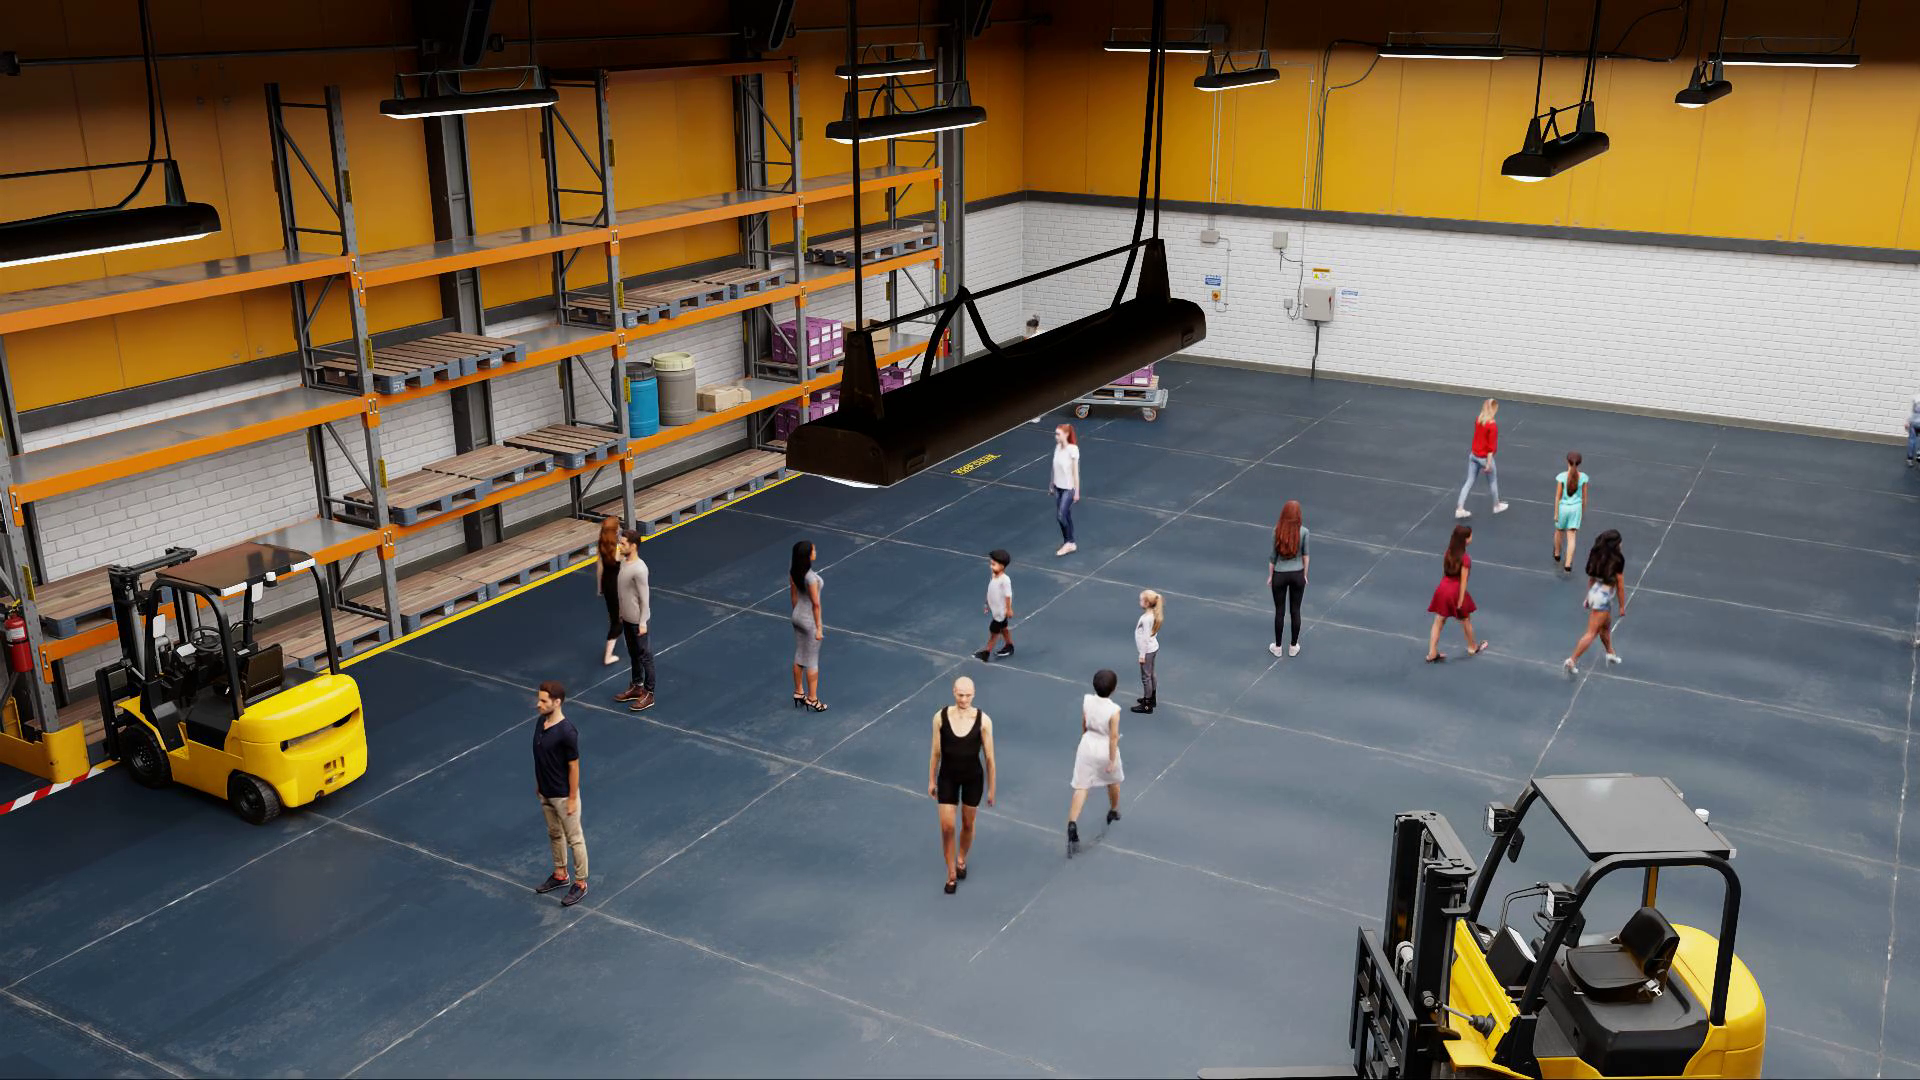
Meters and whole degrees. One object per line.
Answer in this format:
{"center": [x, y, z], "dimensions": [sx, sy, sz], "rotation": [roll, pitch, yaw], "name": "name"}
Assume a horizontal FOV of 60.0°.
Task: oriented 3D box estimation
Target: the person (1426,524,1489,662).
{"center": [5.224, 0.594, 17.819], "dimensions": [1.049, 1.516, 0.838], "rotation": [-11, 22, -30], "name": "person"}

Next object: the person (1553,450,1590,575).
{"center": [7.536, -0.318, 20.521], "dimensions": [0.753, 1.522, 1.126], "rotation": [5, 19, 13], "name": "person"}

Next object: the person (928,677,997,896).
{"center": [0.014, 1.912, 13.469], "dimensions": [0.889, 1.795, 0.957], "rotation": [0, 19, 1], "name": "person"}

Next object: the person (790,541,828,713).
{"center": [-1.534, 0.853, 16.637], "dimensions": [0.649, 1.781, 0.653], "rotation": [-14, 23, -36], "name": "person"}

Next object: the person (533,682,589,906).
{"center": [-3.174, 1.975, 13.180], "dimensions": [0.671, 1.859, 0.581], "rotation": [15, 24, 38], "name": "person"}

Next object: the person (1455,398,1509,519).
{"center": [7.024, -1.070, 22.546], "dimensions": [1.186, 1.653, 1.023], "rotation": [-8, 20, -23], "name": "person"}

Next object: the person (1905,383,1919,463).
{"center": [14.610, -1.794, 25.319], "dimensions": [0.506, 1.256, 0.505], "rotation": [10, 21, 26], "name": "person"}

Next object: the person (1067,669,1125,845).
{"center": [1.131, 1.855, 14.077], "dimensions": [0.527, 1.515, 1.020], "rotation": [10, 21, 28], "name": "person"}

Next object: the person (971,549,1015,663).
{"center": [0.482, 0.699, 17.952], "dimensions": [0.885, 1.233, 0.733], "rotation": [-11, 22, -30], "name": "person"}

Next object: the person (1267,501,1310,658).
{"center": [3.547, 0.415, 17.999], "dimensions": [0.657, 1.742, 0.656], "rotation": [1, 19, 4], "name": "person"}

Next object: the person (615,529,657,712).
{"center": [-3.259, 0.778, 16.722], "dimensions": [0.696, 1.868, 0.723], "rotation": [-15, 24, -37], "name": "person"}

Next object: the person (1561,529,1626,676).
{"center": [6.643, 0.704, 17.393], "dimensions": [1.103, 1.581, 1.000], "rotation": [-6, 20, -18], "name": "person"}

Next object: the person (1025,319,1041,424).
{"center": [1.253, -2.844, 27.666], "dimensions": [0.923, 1.747, 0.753], "rotation": [4, 19, 11], "name": "person"}

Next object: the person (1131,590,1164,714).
{"center": [1.890, 1.103, 16.678], "dimensions": [0.575, 1.279, 0.454], "rotation": [8, 20, 22], "name": "person"}

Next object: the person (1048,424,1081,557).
{"center": [1.419, -0.649, 21.188], "dimensions": [0.743, 1.722, 0.701], "rotation": [-13, 23, -34], "name": "person"}
